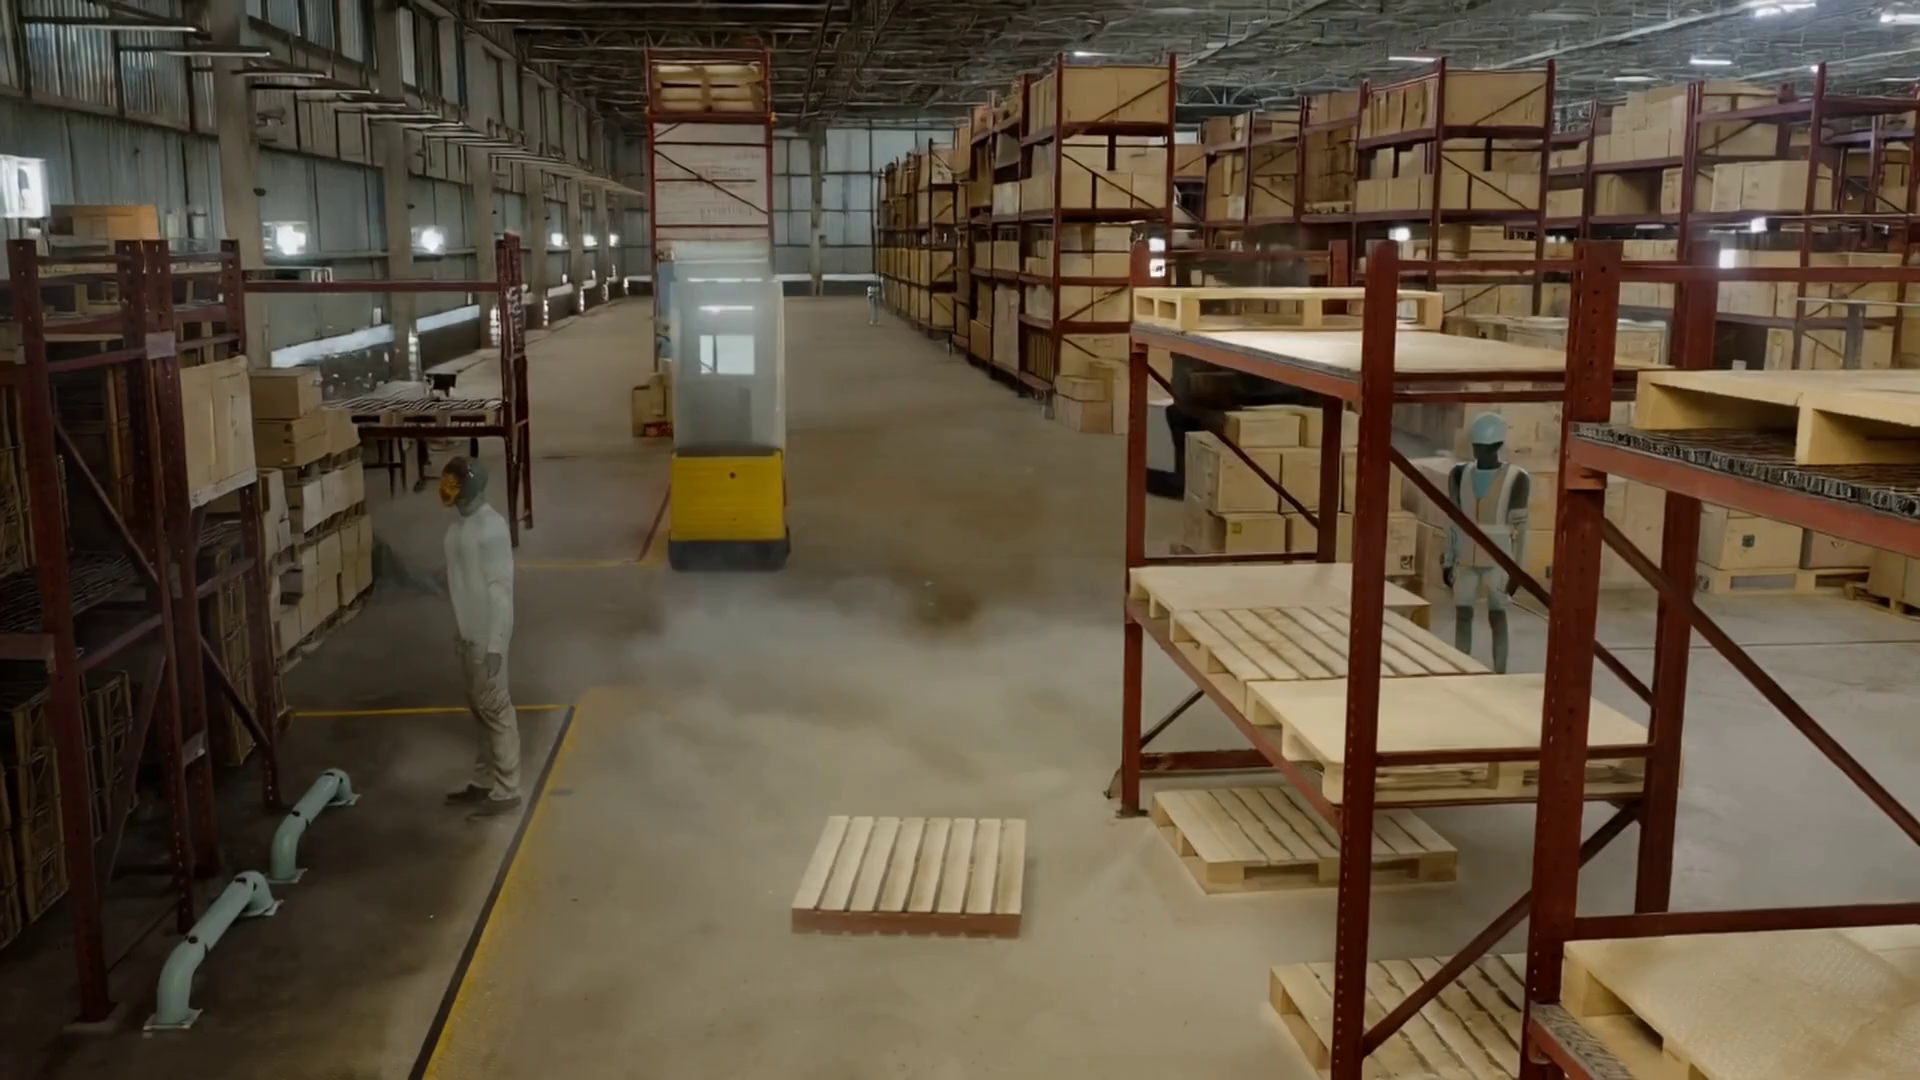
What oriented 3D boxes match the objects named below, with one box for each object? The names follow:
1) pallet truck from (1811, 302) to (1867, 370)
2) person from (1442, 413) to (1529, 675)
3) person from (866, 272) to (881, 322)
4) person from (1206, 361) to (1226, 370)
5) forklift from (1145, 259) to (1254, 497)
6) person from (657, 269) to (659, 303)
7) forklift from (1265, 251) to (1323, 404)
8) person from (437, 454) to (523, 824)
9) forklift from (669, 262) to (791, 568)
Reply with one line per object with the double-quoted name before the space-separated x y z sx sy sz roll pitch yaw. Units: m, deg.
"pallet truck" 15.846 -3.142 28.793 1.885 1.965 0.823 2 10 12
"person" 3.411 0.127 10.878 0.545 1.929 0.392 9 13 39
"person" -3.198 -9.013 61.740 0.570 1.844 0.380 -2 10 -9
"person" 4.597 -3.121 29.662 0.514 1.641 0.315 -7 13 -35
"forklift" 2.926 -1.918 19.562 1.129 2.768 1.873 -4 11 -23
"person" -13.489 -11.294 74.669 0.563 1.738 0.377 3 11 17
"forklift" 6.246 -4.030 31.266 1.873 2.768 1.129 9 14 40
"person" -2.525 0.508 8.730 0.355 1.938 0.636 -7 12 -33
"forklift" -2.207 -1.243 15.822 1.129 2.768 1.873 -1 10 -6
